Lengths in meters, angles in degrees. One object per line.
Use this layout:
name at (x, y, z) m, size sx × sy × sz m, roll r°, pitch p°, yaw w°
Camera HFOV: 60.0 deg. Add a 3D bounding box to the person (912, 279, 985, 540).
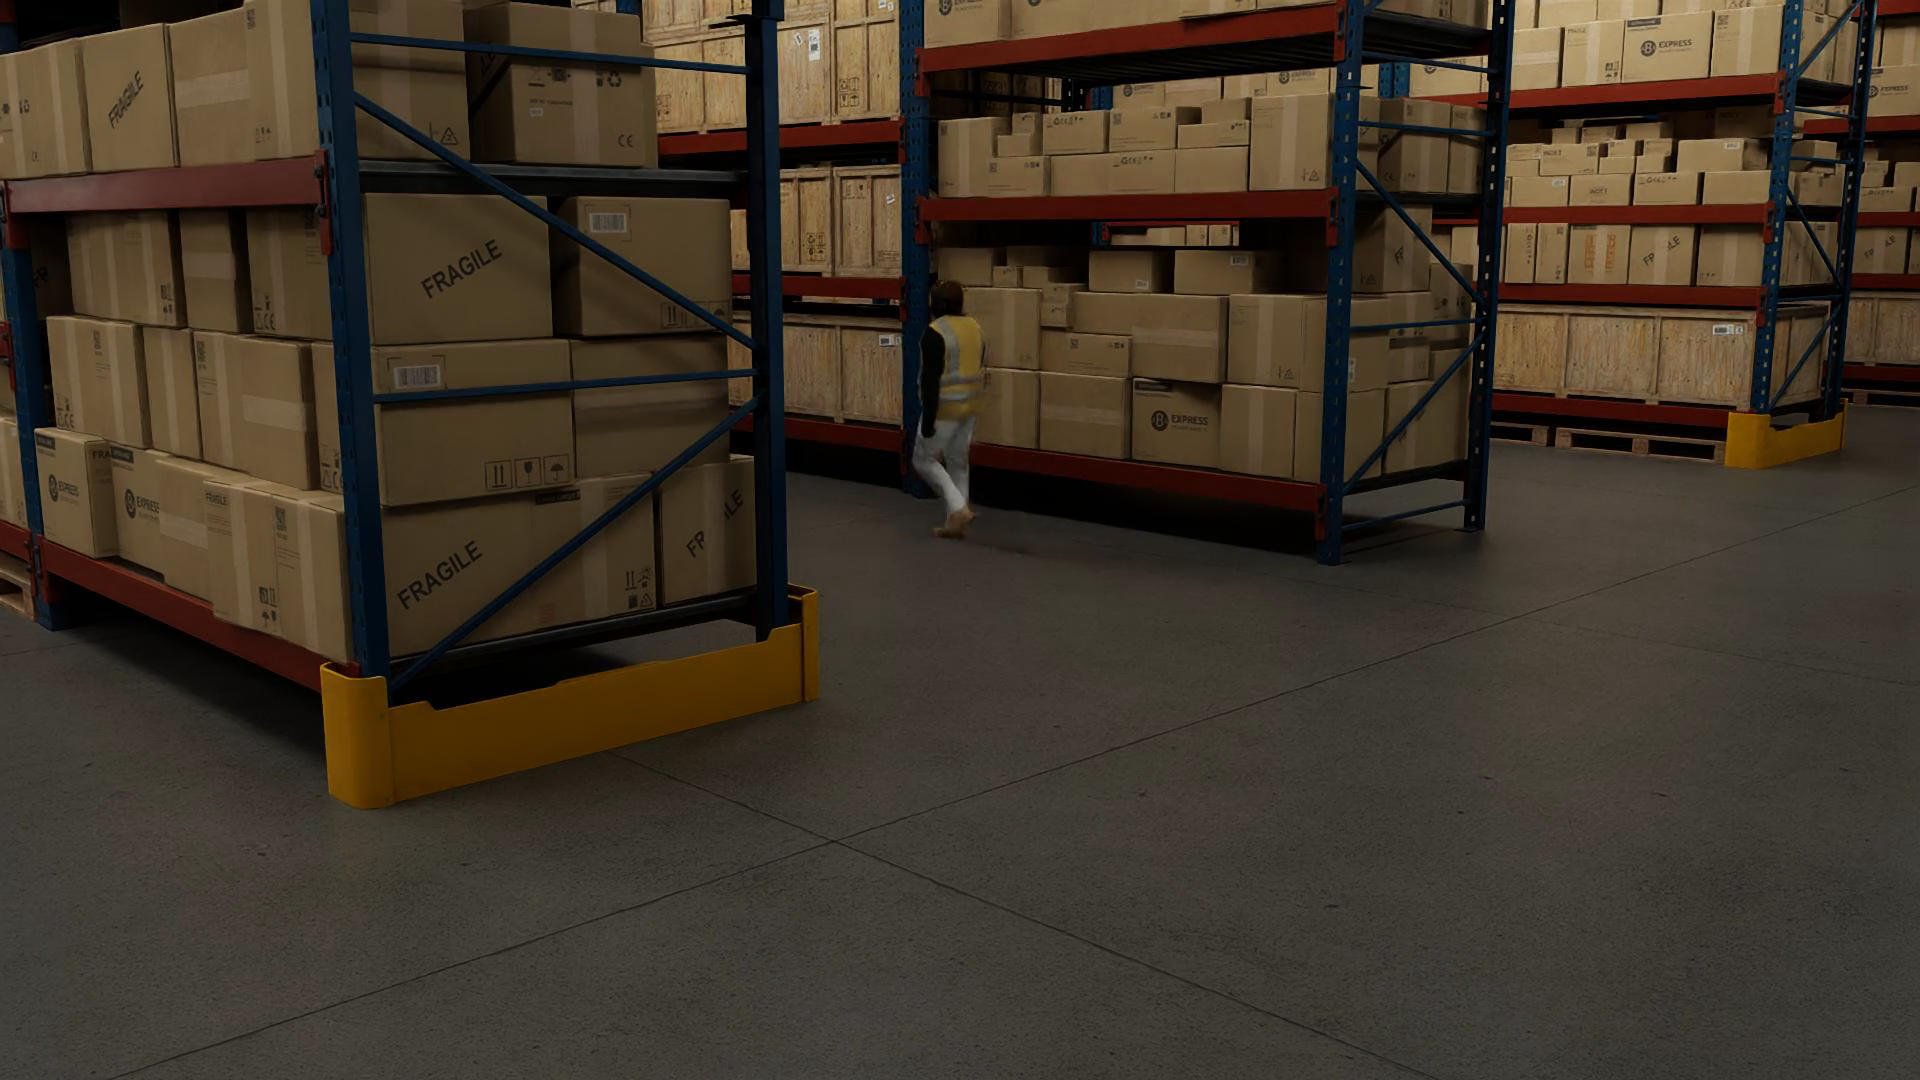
person at (-0.079, -0.892, 11.576) m, size 0.436 × 1.831 × 0.653 m, roll 7°, pitch 13°, yaw 35°
